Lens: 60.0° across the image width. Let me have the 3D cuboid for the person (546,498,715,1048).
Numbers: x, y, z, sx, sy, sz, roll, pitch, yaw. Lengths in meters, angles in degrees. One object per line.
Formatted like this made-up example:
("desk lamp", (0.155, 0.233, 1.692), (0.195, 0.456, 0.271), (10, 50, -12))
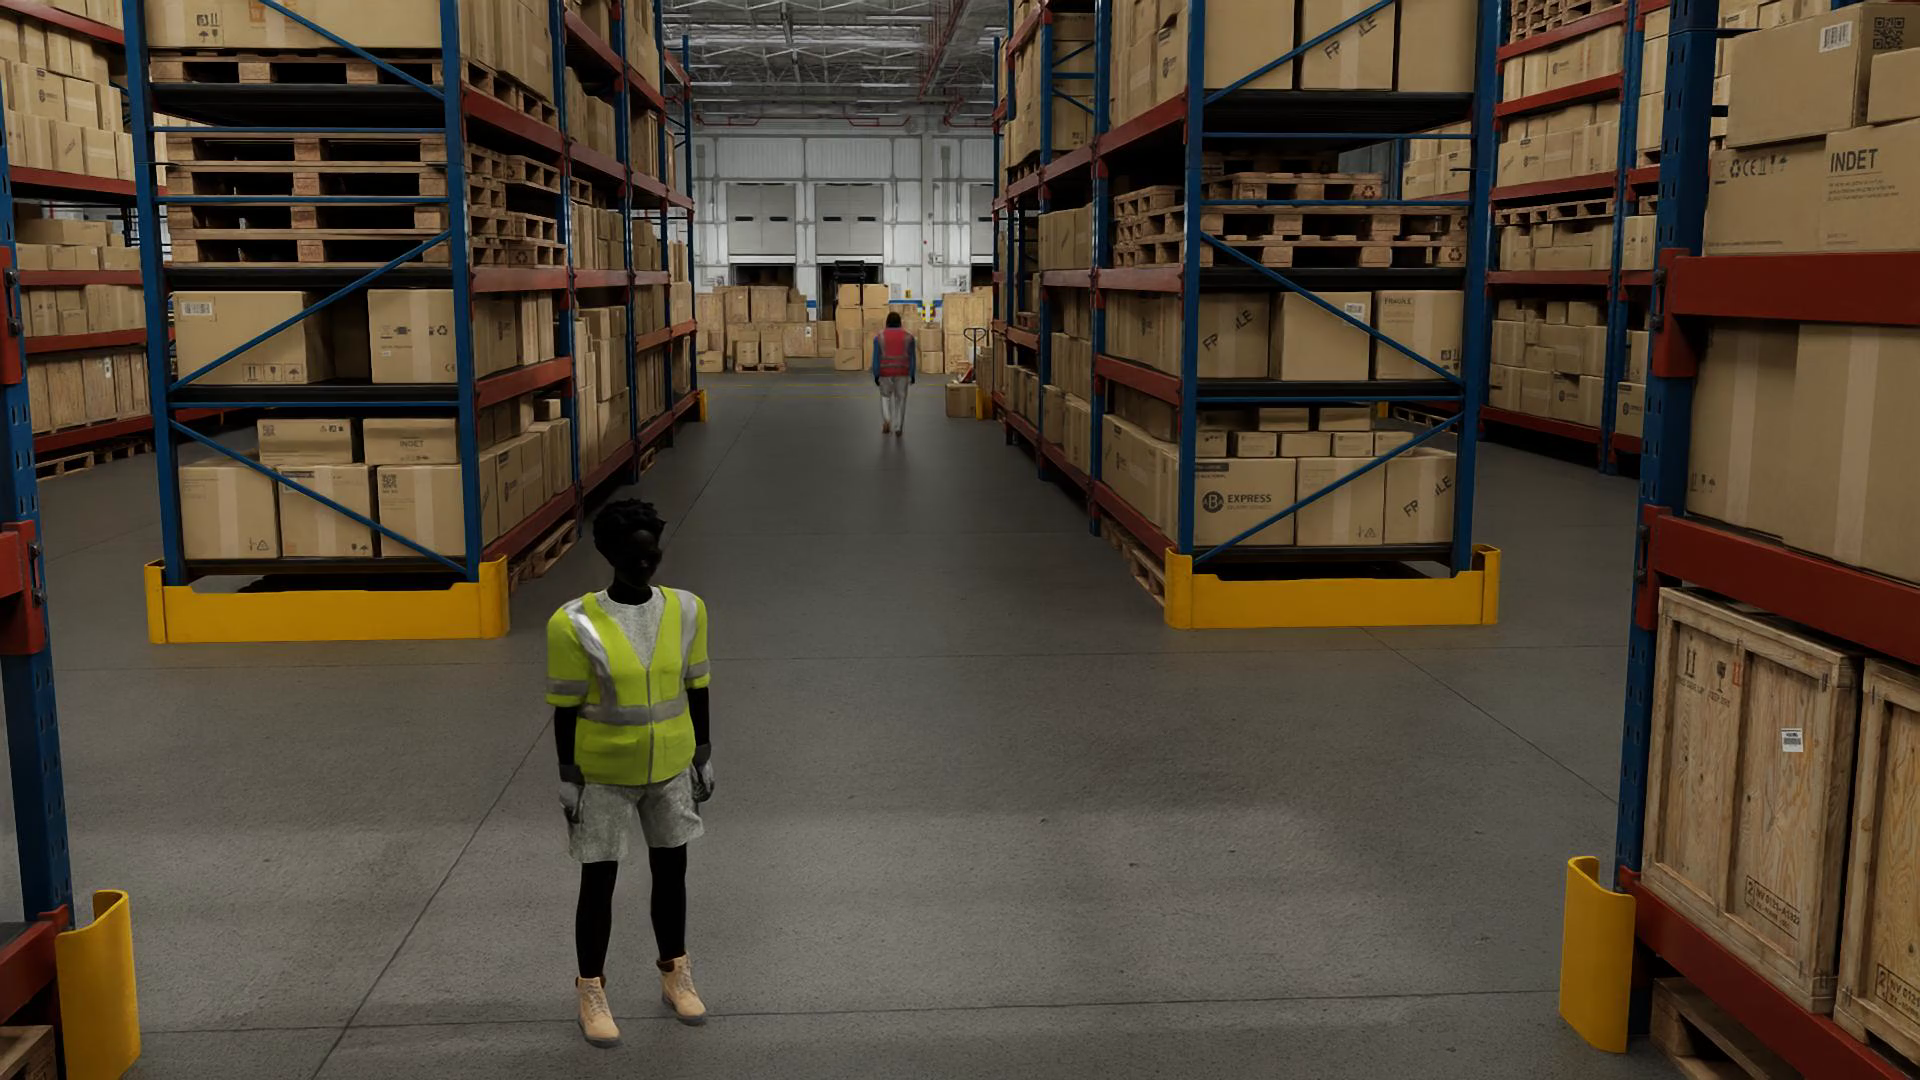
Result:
("person", (-1.008, 0.705, 5.135), (0.536, 1.691, 0.319), (-6, 11, -33))

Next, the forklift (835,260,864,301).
("forklift", (-3.500, -7.489, 52.851), (1.129, 2.768, 1.873), (-1, 9, -4))

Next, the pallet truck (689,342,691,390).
("pallet truck", (-5.225, -3.008, 27.480), (1.885, 1.965, 0.823), (2, 9, 14))

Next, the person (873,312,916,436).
("person", (-0.965, -2.444, 24.511), (0.640, 1.822, 0.696), (-1, 9, -4))
